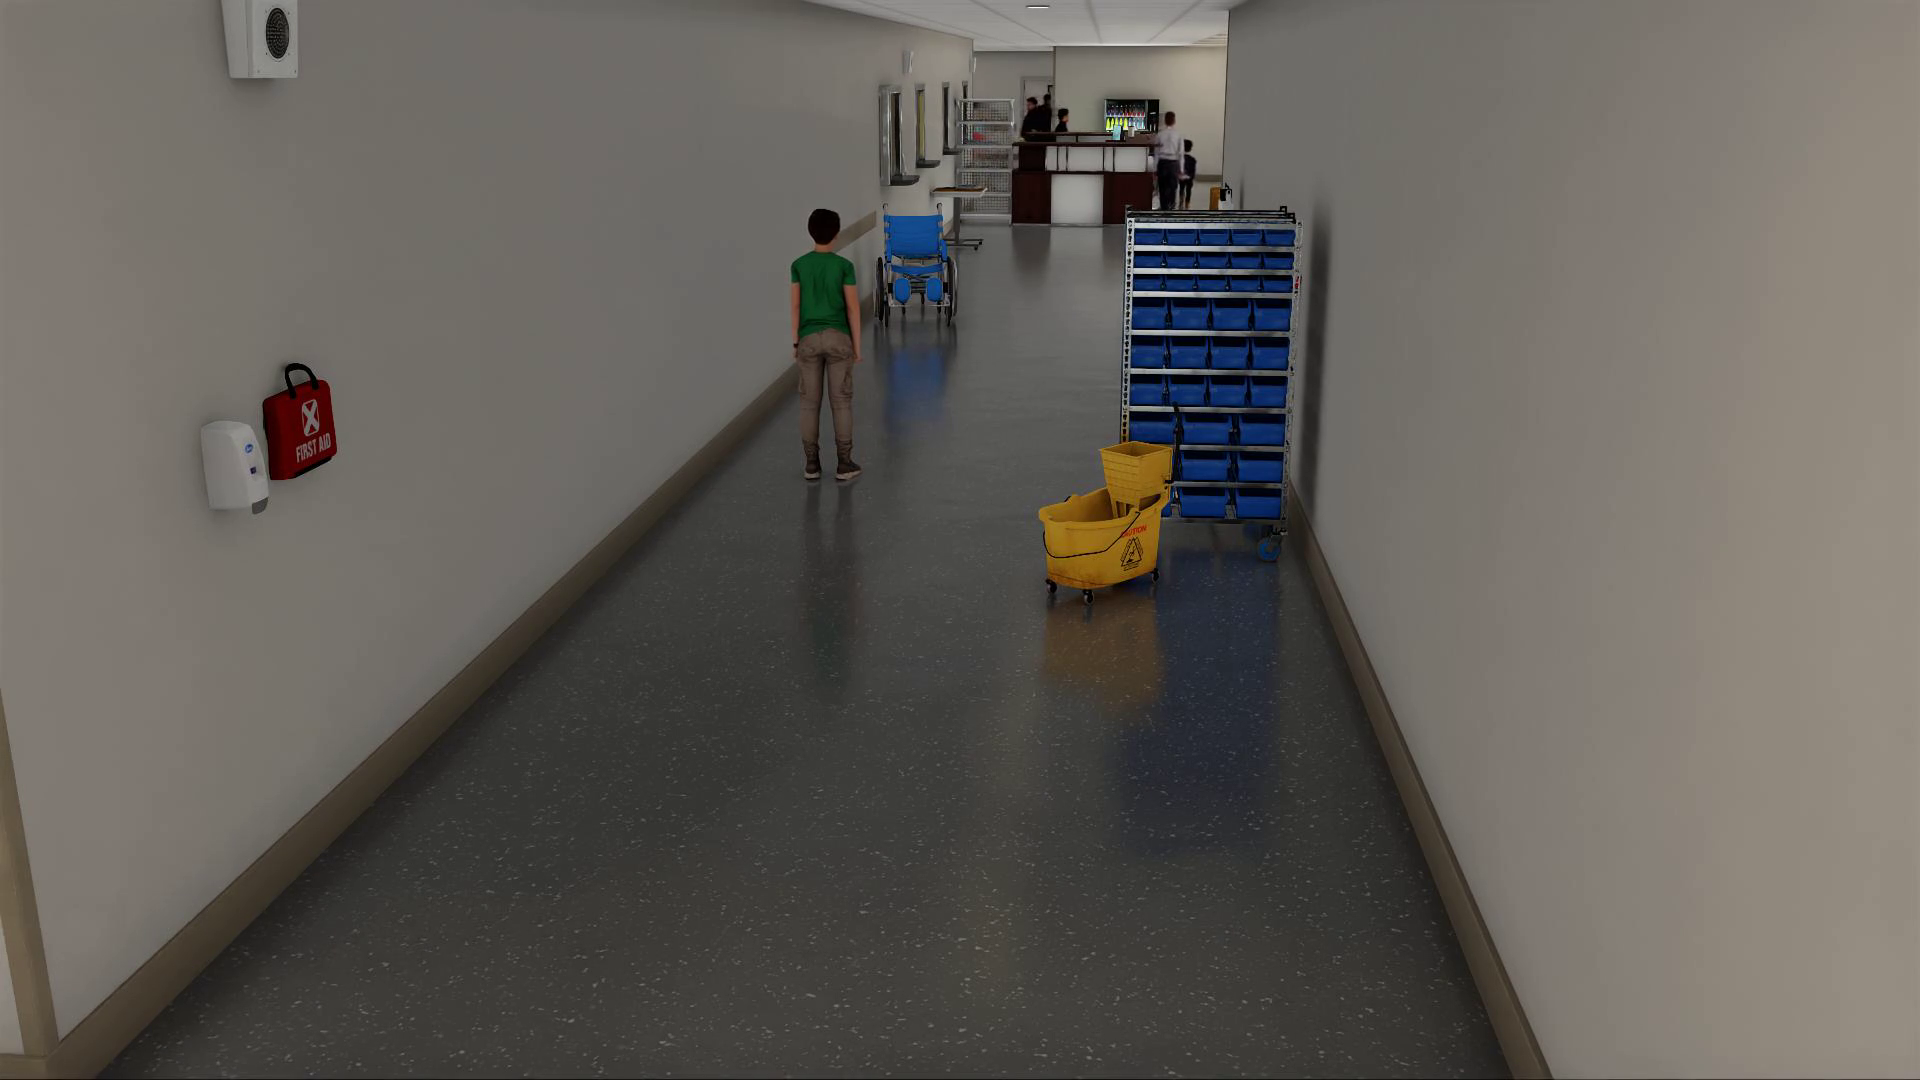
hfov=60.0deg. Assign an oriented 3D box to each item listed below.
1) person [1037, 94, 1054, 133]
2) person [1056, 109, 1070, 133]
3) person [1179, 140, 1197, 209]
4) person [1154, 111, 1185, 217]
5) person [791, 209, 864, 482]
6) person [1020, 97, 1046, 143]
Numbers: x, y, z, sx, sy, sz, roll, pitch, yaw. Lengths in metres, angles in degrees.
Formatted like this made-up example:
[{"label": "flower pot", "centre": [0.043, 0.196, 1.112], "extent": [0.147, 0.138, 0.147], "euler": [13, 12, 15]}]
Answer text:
[{"label": "person", "centre": [2.017, -10.056, 41.182], "extent": [1.157, 1.884, 1.130], "euler": [-14, 21, -41]}, {"label": "person", "centre": [1.981, -7.711, 33.196], "extent": [1.134, 1.703, 0.802], "euler": [-2, 16, -7]}, {"label": "person", "centre": [4.108, -6.632, 30.198], "extent": [0.653, 1.213, 0.594], "euler": [3, 16, 10]}, {"label": "person", "centre": [3.399, -6.065, 27.180], "extent": [1.008, 1.800, 0.783], "euler": [3, 16, 10]}, {"label": "person", "centre": [-0.825, -1.196, 10.181], "extent": [0.454, 1.651, 0.636], "euler": [2, 16, 6]}, {"label": "person", "centre": [1.621, -8.339, 35.033], "extent": [0.967, 1.914, 0.918], "euler": [-12, 20, -36]}]
